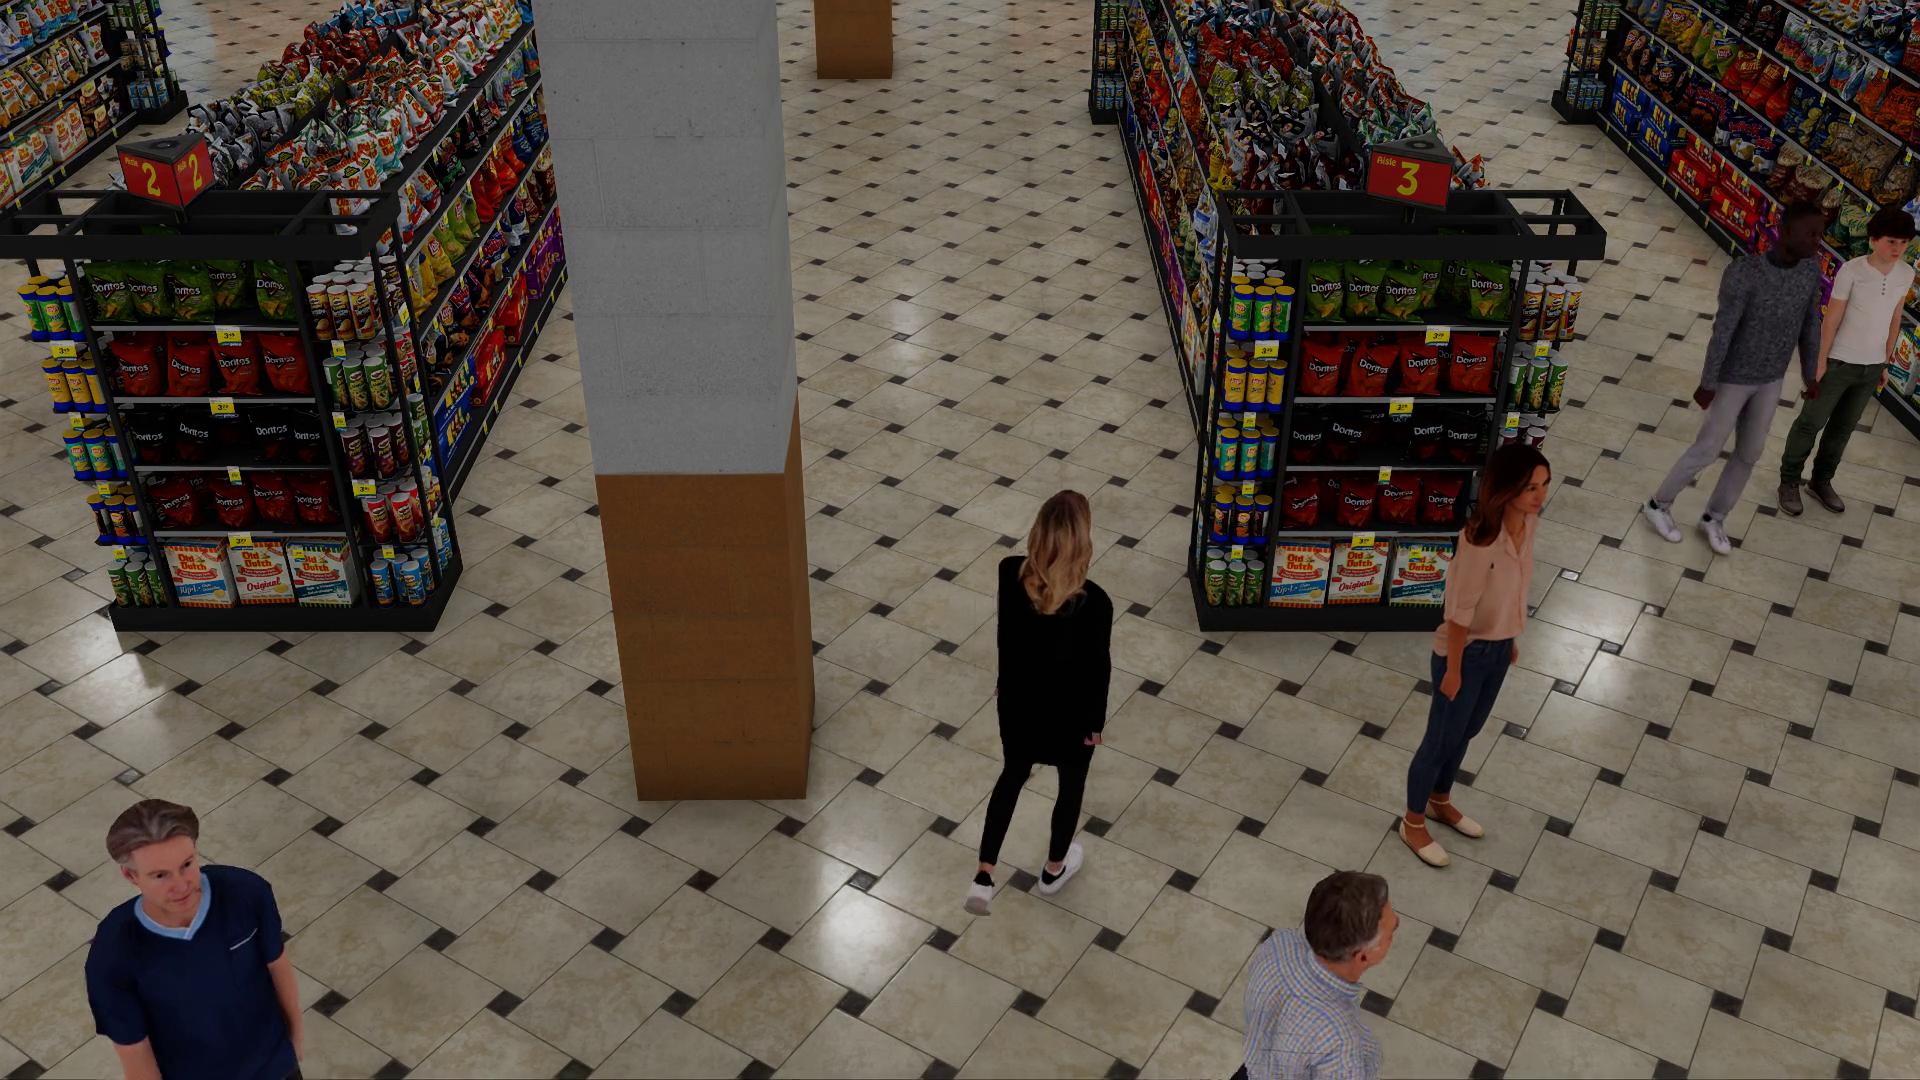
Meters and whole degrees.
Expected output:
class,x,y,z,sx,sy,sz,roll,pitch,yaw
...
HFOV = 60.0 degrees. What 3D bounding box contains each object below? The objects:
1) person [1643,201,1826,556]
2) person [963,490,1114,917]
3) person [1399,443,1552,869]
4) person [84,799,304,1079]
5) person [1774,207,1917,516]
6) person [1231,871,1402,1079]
class,x,y,z,sx,sy,sz,roll,pitch,yaw
person,3.879,-0.834,8.235,0.821,1.828,0.811,-5,32,-8
person,0.265,0.649,5.887,0.912,1.788,1.053,18,36,27
person,1.929,0.419,6.255,0.668,1.792,0.714,-24,39,-33
person,-2.066,1.437,4.572,1.076,1.840,1.211,-22,38,-32
person,4.560,-0.915,8.529,0.589,1.655,0.547,-3,32,-4
person,0.799,1.586,4.396,1.014,1.773,1.212,-11,34,-17
